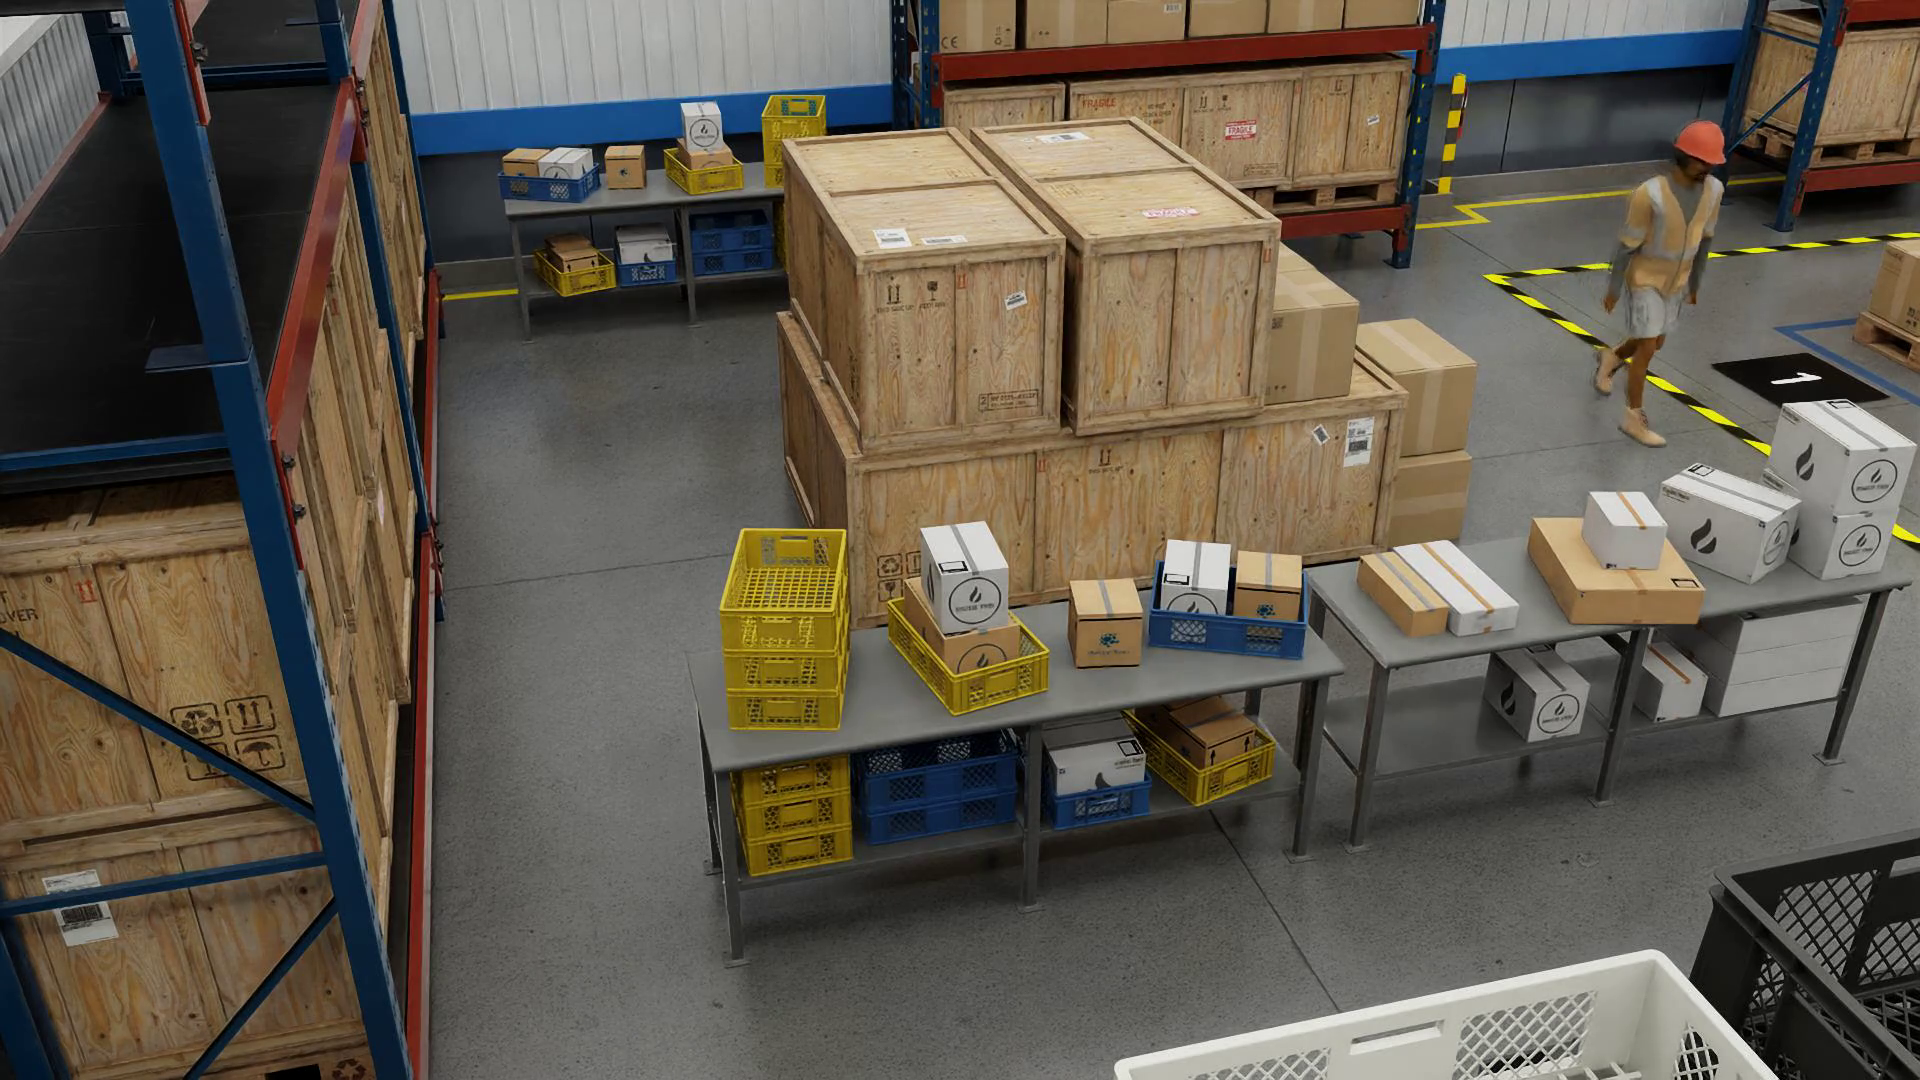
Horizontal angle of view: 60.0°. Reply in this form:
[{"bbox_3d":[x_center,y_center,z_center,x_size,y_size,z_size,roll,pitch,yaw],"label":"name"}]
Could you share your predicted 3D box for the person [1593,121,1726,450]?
[{"bbox_3d":[4.286,-1.648,10.317,0.630,2.013,0.874,-8,30,-14],"label":"person"}]
